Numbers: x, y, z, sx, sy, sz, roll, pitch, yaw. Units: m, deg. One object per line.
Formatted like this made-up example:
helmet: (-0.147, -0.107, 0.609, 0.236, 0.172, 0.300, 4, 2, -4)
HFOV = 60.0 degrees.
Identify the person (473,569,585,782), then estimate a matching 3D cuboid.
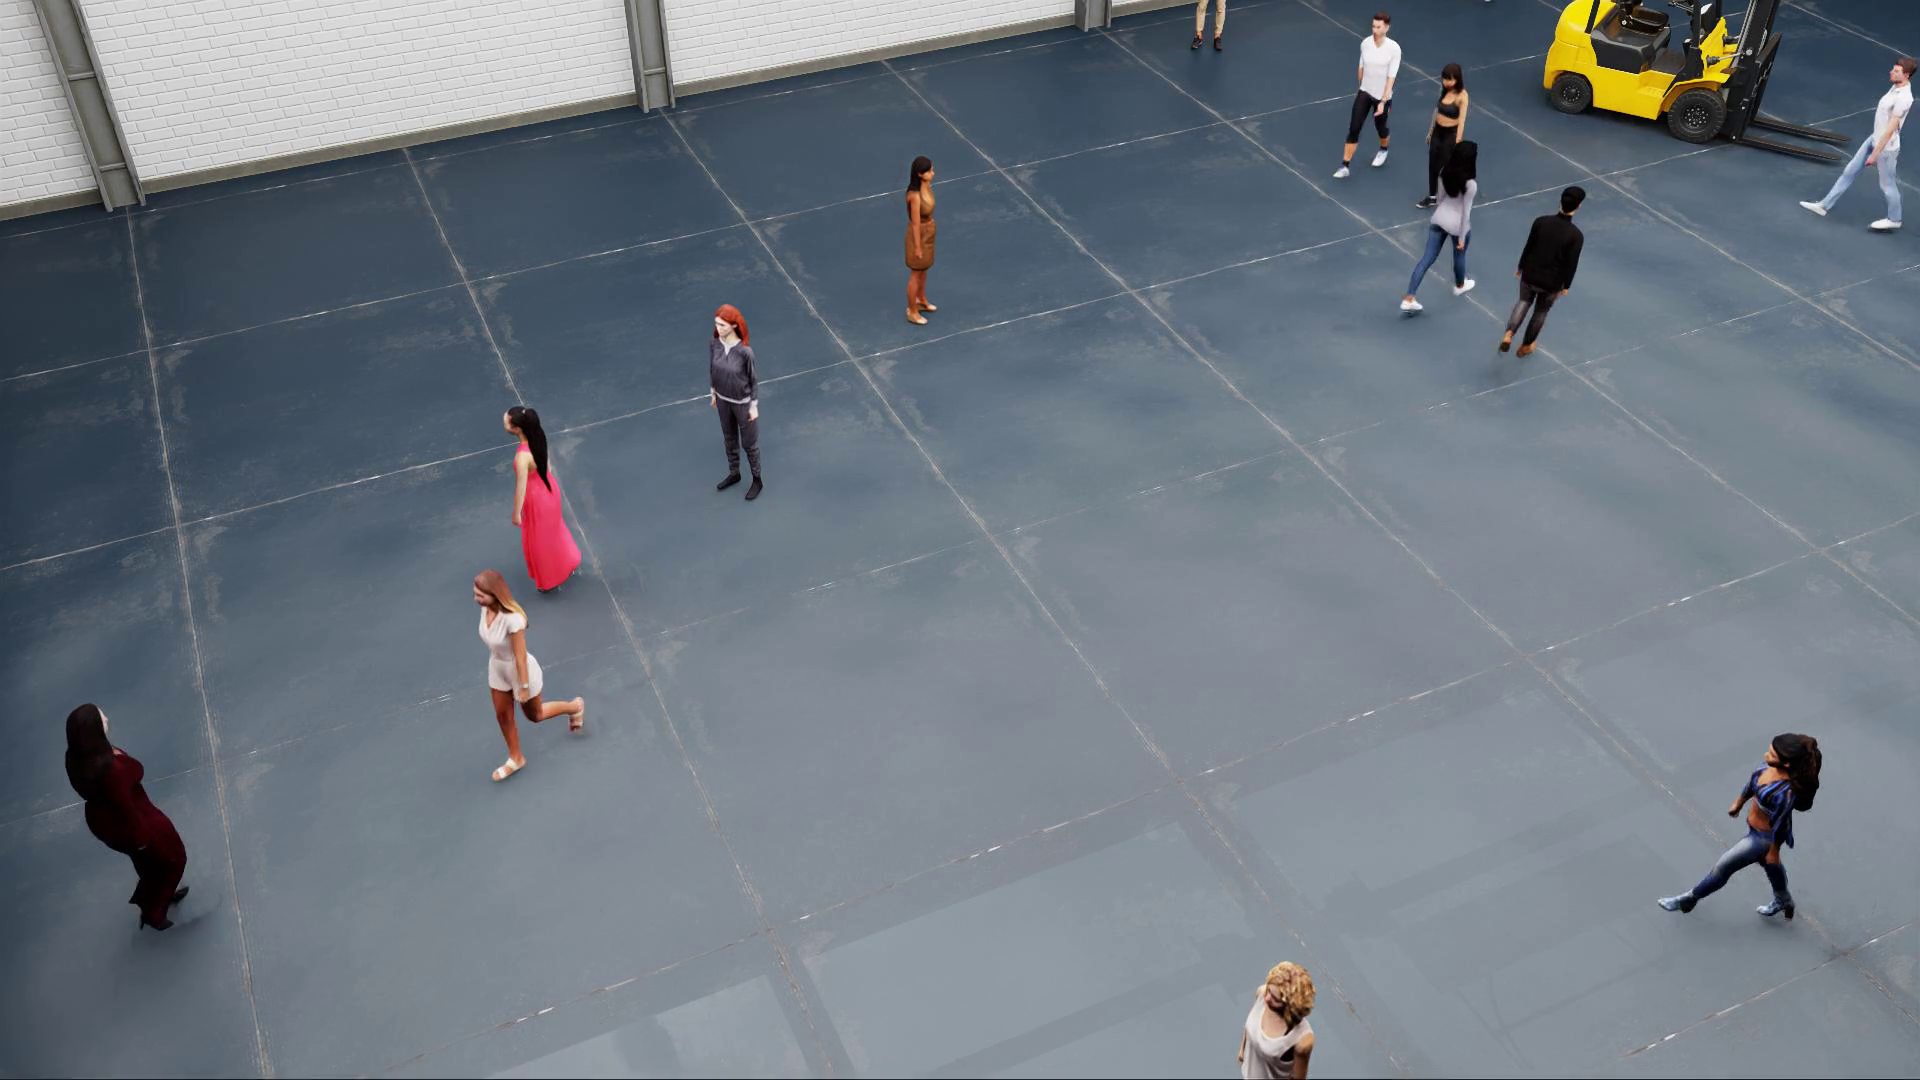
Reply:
person: (-2.914, 0.850, 11.142, 0.865, 1.673, 1.084, 27, 46, 30)

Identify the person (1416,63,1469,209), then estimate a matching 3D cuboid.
person: (5.210, -4.290, 17.620, 0.785, 1.620, 0.601, -19, 42, -22)

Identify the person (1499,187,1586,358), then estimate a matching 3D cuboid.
person: (5.296, -2.391, 15.171, 0.832, 1.709, 0.887, 24, 44, 27)

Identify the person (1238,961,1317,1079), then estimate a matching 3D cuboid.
person: (1.651, 2.784, 8.722, 0.536, 1.671, 0.593, -18, 42, -21)

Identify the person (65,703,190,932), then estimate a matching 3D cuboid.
person: (-5.012, 1.717, 10.002, 0.838, 1.741, 0.855, 22, 43, 25)

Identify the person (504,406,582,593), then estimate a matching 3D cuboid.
person: (-3.118, -0.294, 12.536, 0.809, 1.721, 0.784, 7, 39, 9)

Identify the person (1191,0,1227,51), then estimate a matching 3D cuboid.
person: (3.218, -7.137, 20.994, 0.663, 1.858, 0.777, 6, 39, 7)

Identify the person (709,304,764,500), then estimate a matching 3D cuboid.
person: (-1.824, -1.130, 13.536, 0.657, 1.779, 0.677, 19, 42, 22)

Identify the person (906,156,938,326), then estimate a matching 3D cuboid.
person: (-0.370, -2.848, 15.763, 0.683, 1.685, 0.632, 11, 40, 13)

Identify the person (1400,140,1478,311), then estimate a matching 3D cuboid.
person: (4.581, -2.942, 15.881, 1.265, 1.684, 0.810, -24, 45, -27)

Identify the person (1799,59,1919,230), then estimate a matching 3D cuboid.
person: (9.616, -4.032, 17.156, 1.304, 1.797, 1.167, 9, 39, 11)

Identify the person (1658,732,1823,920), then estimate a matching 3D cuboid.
person: (4.927, 1.778, 10.058, 1.152, 1.575, 1.007, 6, 39, 8)

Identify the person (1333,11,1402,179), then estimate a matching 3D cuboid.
person: (4.601, -4.888, 18.223, 1.036, 1.801, 1.310, 26, 45, 29)
